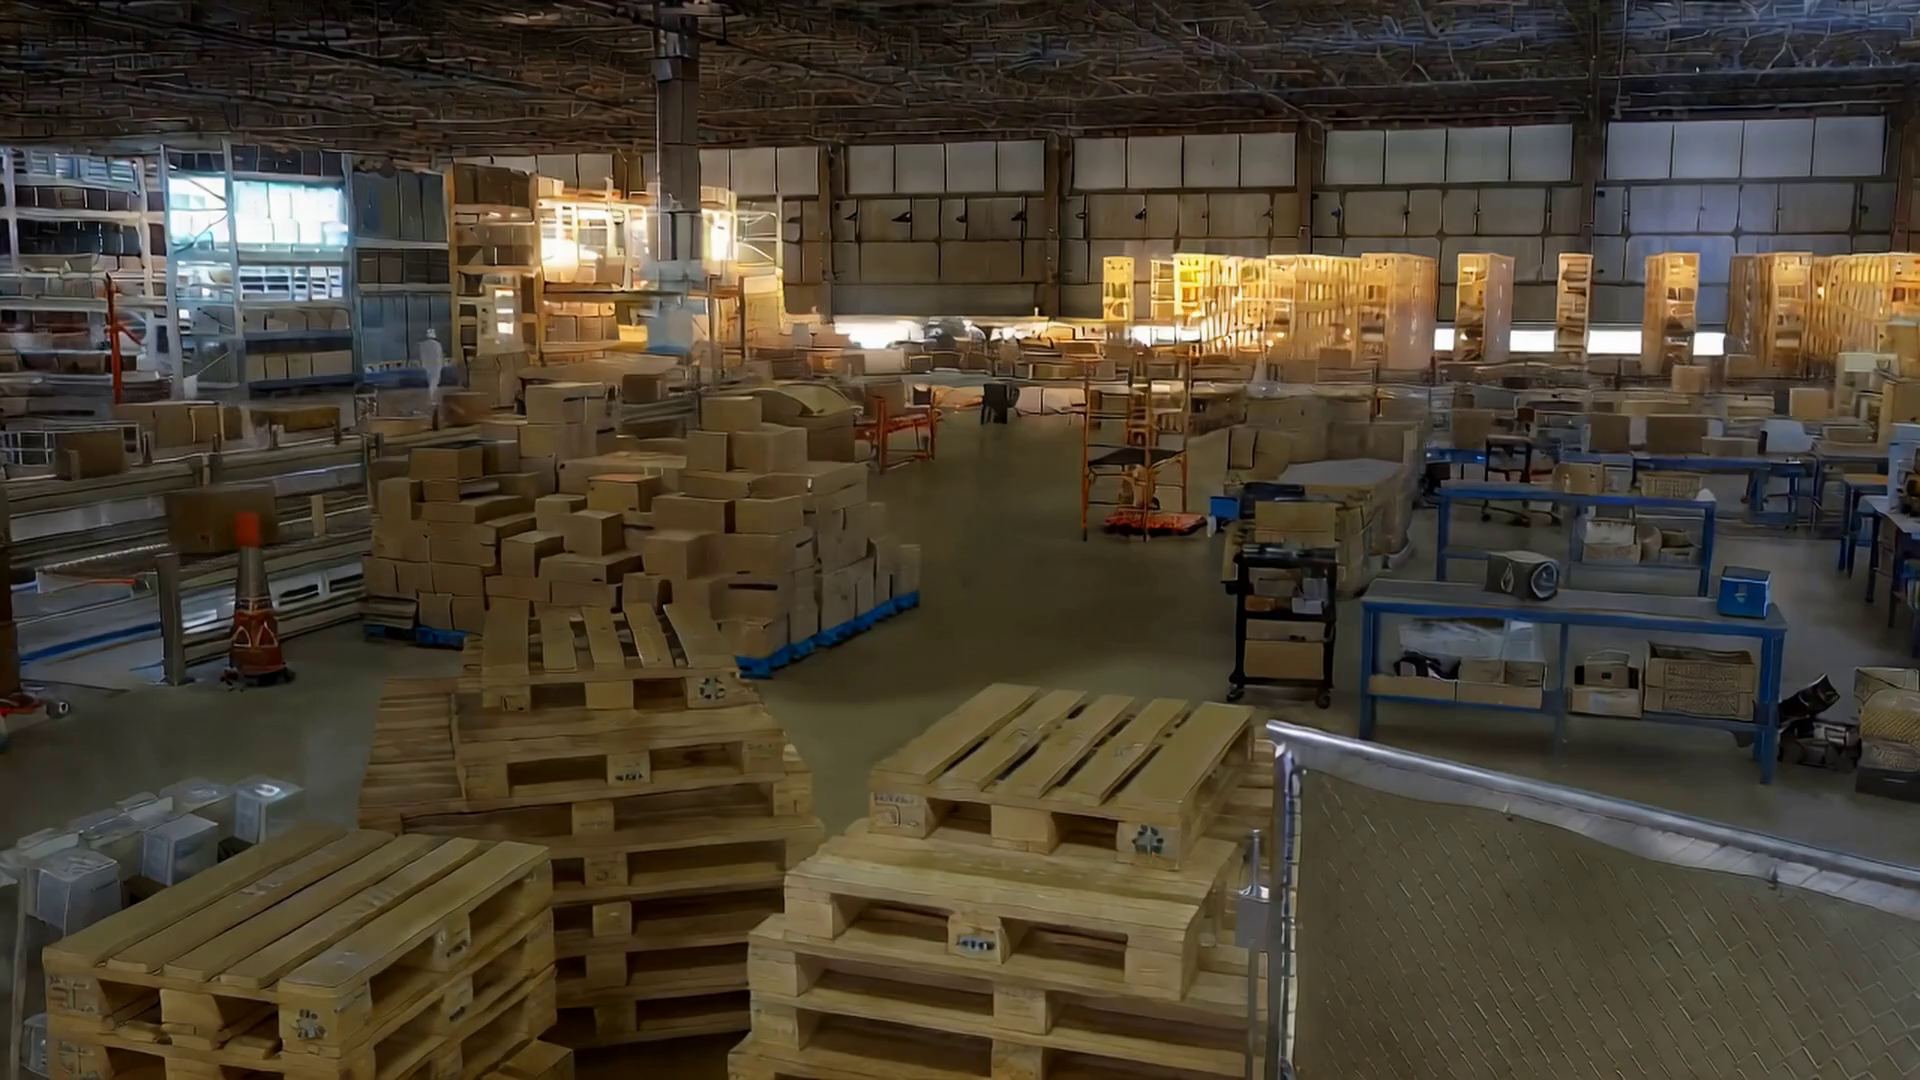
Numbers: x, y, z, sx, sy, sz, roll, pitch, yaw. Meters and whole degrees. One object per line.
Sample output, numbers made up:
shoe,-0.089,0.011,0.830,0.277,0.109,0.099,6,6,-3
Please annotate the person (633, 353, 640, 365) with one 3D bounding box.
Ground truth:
person,-10.200,-6.315,52.711,0.365,1.932,0.543,0,9,2

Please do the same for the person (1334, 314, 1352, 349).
person,11.978,-6.135,51.924,0.588,1.823,0.403,7,12,39

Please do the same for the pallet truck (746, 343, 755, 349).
pallet truck,-6.183,-4.618,44.264,1.601,1.201,0.680,-9,12,-43

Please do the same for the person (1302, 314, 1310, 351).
person,12.368,-7.342,59.450,0.390,1.838,0.564,2,9,12

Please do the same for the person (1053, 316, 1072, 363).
person,2.729,-4.957,44.184,0.623,1.941,0.420,-7,12,-38

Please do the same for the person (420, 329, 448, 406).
person,-12.298,-4.038,38.903,0.605,1.784,0.952,2,9,13

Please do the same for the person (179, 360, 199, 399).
person,-13.061,-2.271,28.335,0.504,1.608,0.700,7,12,39

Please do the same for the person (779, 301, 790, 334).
person,-7.315,-8.854,68.487,0.646,1.982,0.455,-3,10,-21

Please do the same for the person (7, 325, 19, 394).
person,-22.404,-4.182,39.574,1.019,1.850,0.646,3,9,17

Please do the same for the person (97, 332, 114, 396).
person,-21.432,-4.420,41.764,0.514,1.621,0.485,1,9,8

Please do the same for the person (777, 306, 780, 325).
person,-7.352,-8.437,66.371,0.460,1.820,0.648,-1,9,-6

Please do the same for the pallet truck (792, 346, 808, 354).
pallet truck,-3.705,-4.298,42.022,0.653,1.274,1.630,3,10,20

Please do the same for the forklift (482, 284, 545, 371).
forklift,-10.832,-4.702,39.610,1.129,2.768,1.873,3,10,20
